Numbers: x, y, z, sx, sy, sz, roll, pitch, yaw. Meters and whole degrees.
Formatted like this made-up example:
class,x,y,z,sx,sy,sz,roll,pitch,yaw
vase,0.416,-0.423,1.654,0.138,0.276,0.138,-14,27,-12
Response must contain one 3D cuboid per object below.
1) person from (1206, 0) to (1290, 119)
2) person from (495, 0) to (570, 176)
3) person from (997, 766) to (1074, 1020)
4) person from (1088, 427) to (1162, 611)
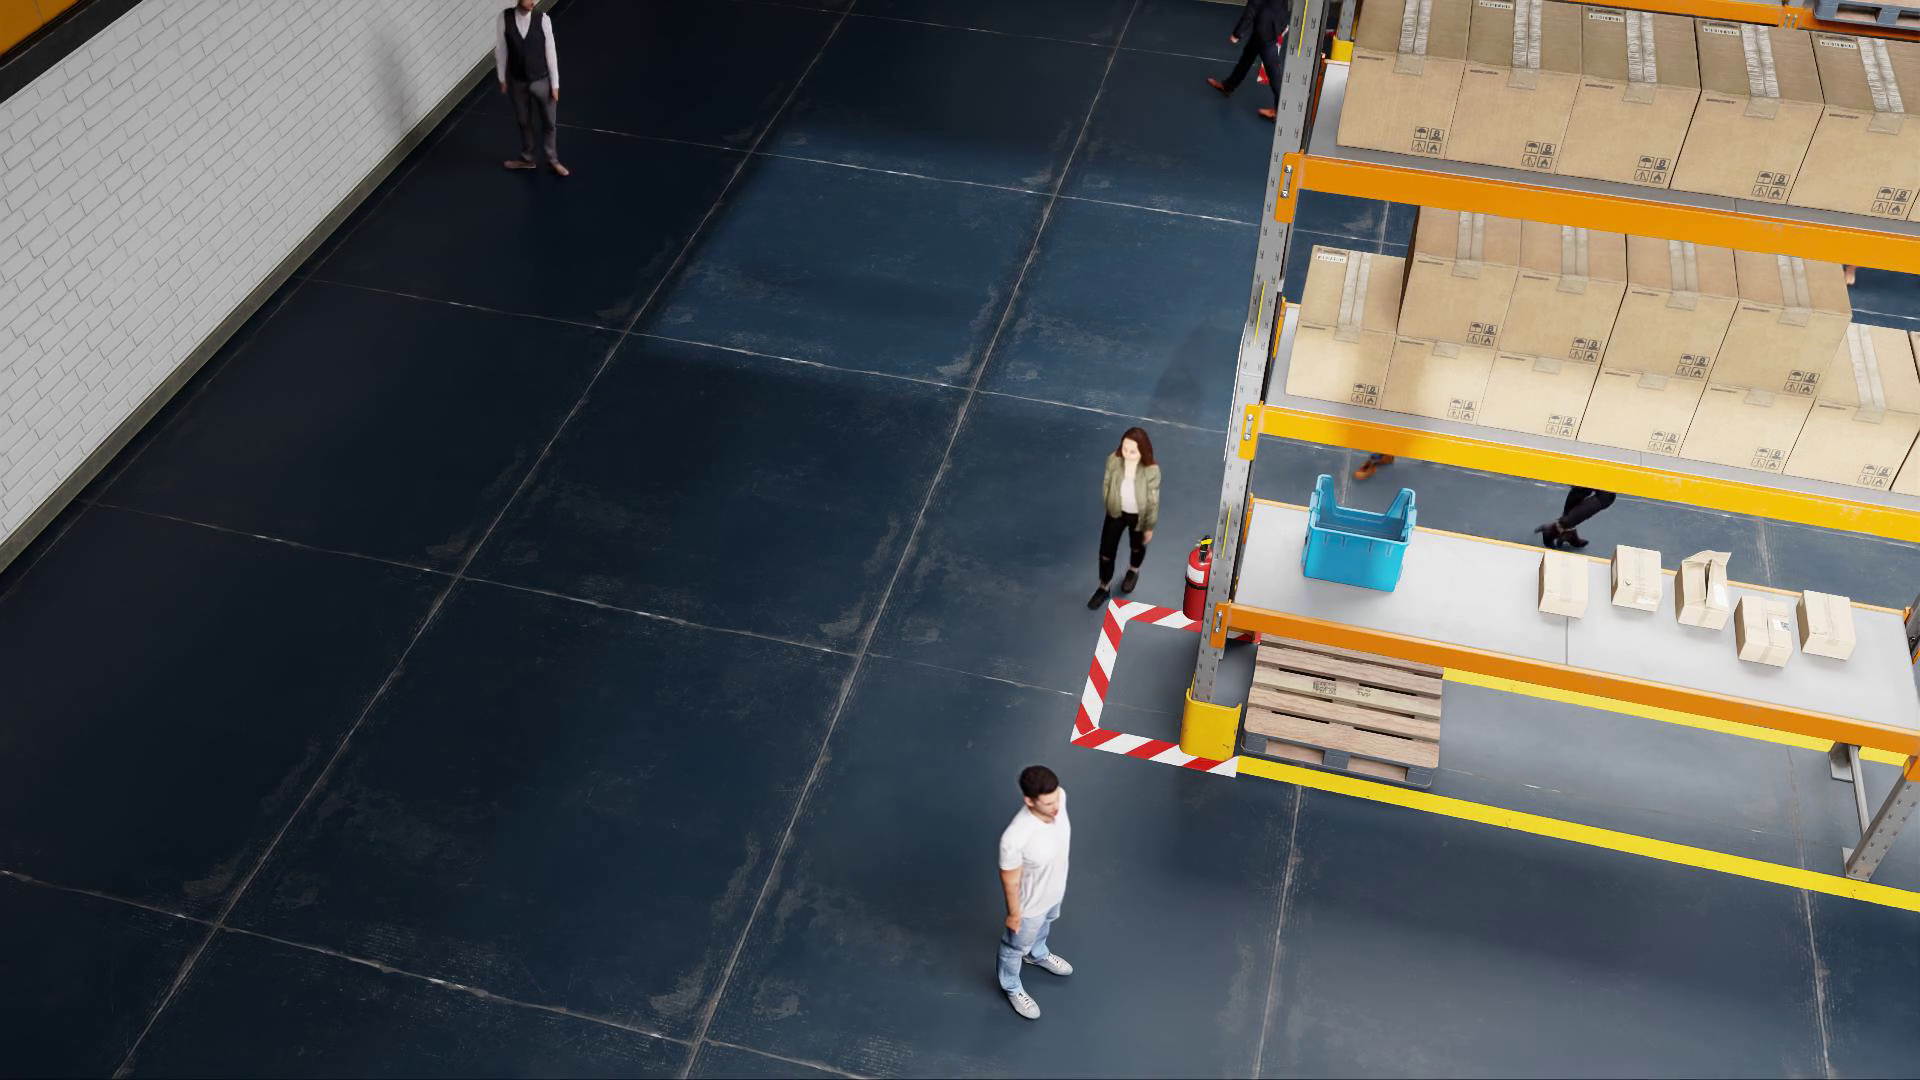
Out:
class,x,y,z,sx,sy,sz,roll,pitch,yaw
person,3.014,-4.853,15.918,1.215,1.749,0.850,19,47,19
person,-3.943,-4.187,15.100,0.676,1.913,0.979,5,44,5
person,0.403,1.820,8.830,0.690,1.864,0.744,27,50,25
person,1.182,-0.213,11.258,0.713,1.459,0.703,16,46,16
